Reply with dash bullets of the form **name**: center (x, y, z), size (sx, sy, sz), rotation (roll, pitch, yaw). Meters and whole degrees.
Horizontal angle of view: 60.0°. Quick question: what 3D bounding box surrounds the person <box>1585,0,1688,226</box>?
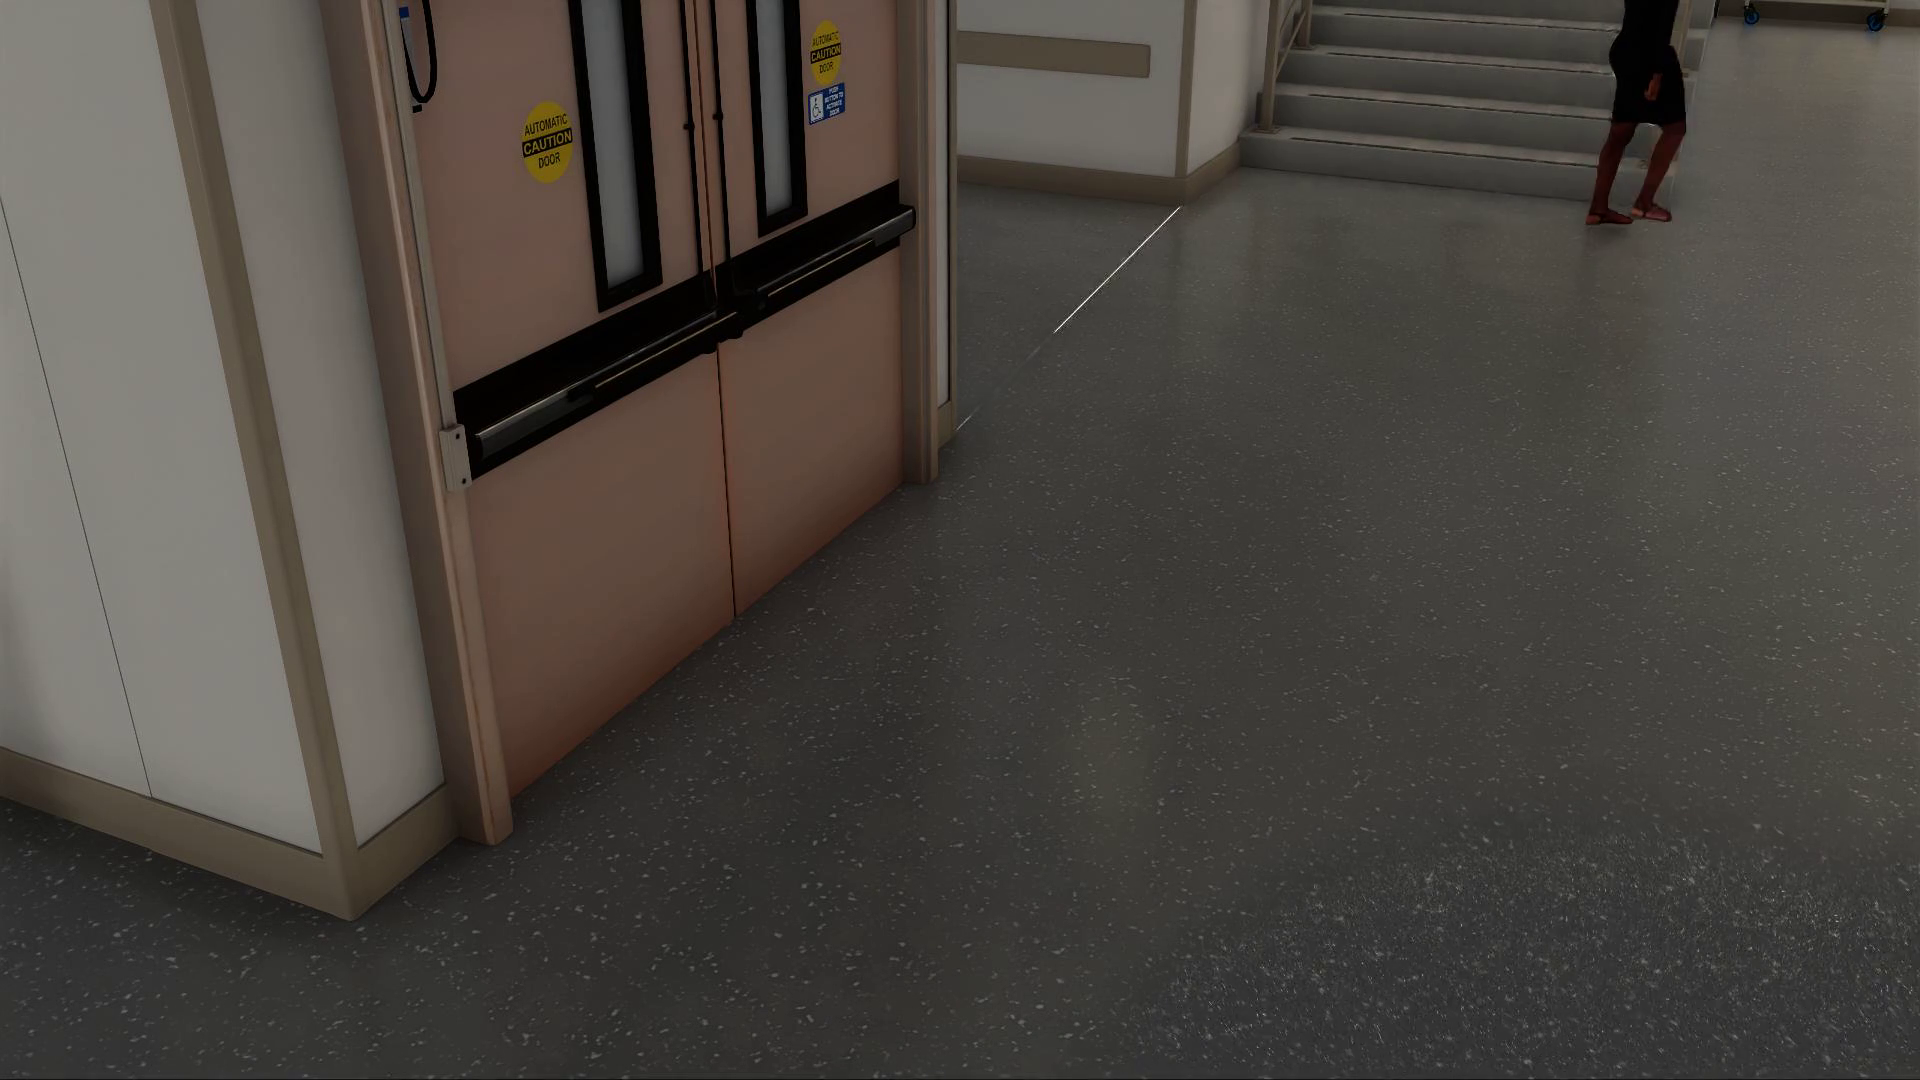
- **person**: center (3.612, -2.542, 9.024), size (0.852, 1.696, 0.779), rotation (-3, 26, -5)
